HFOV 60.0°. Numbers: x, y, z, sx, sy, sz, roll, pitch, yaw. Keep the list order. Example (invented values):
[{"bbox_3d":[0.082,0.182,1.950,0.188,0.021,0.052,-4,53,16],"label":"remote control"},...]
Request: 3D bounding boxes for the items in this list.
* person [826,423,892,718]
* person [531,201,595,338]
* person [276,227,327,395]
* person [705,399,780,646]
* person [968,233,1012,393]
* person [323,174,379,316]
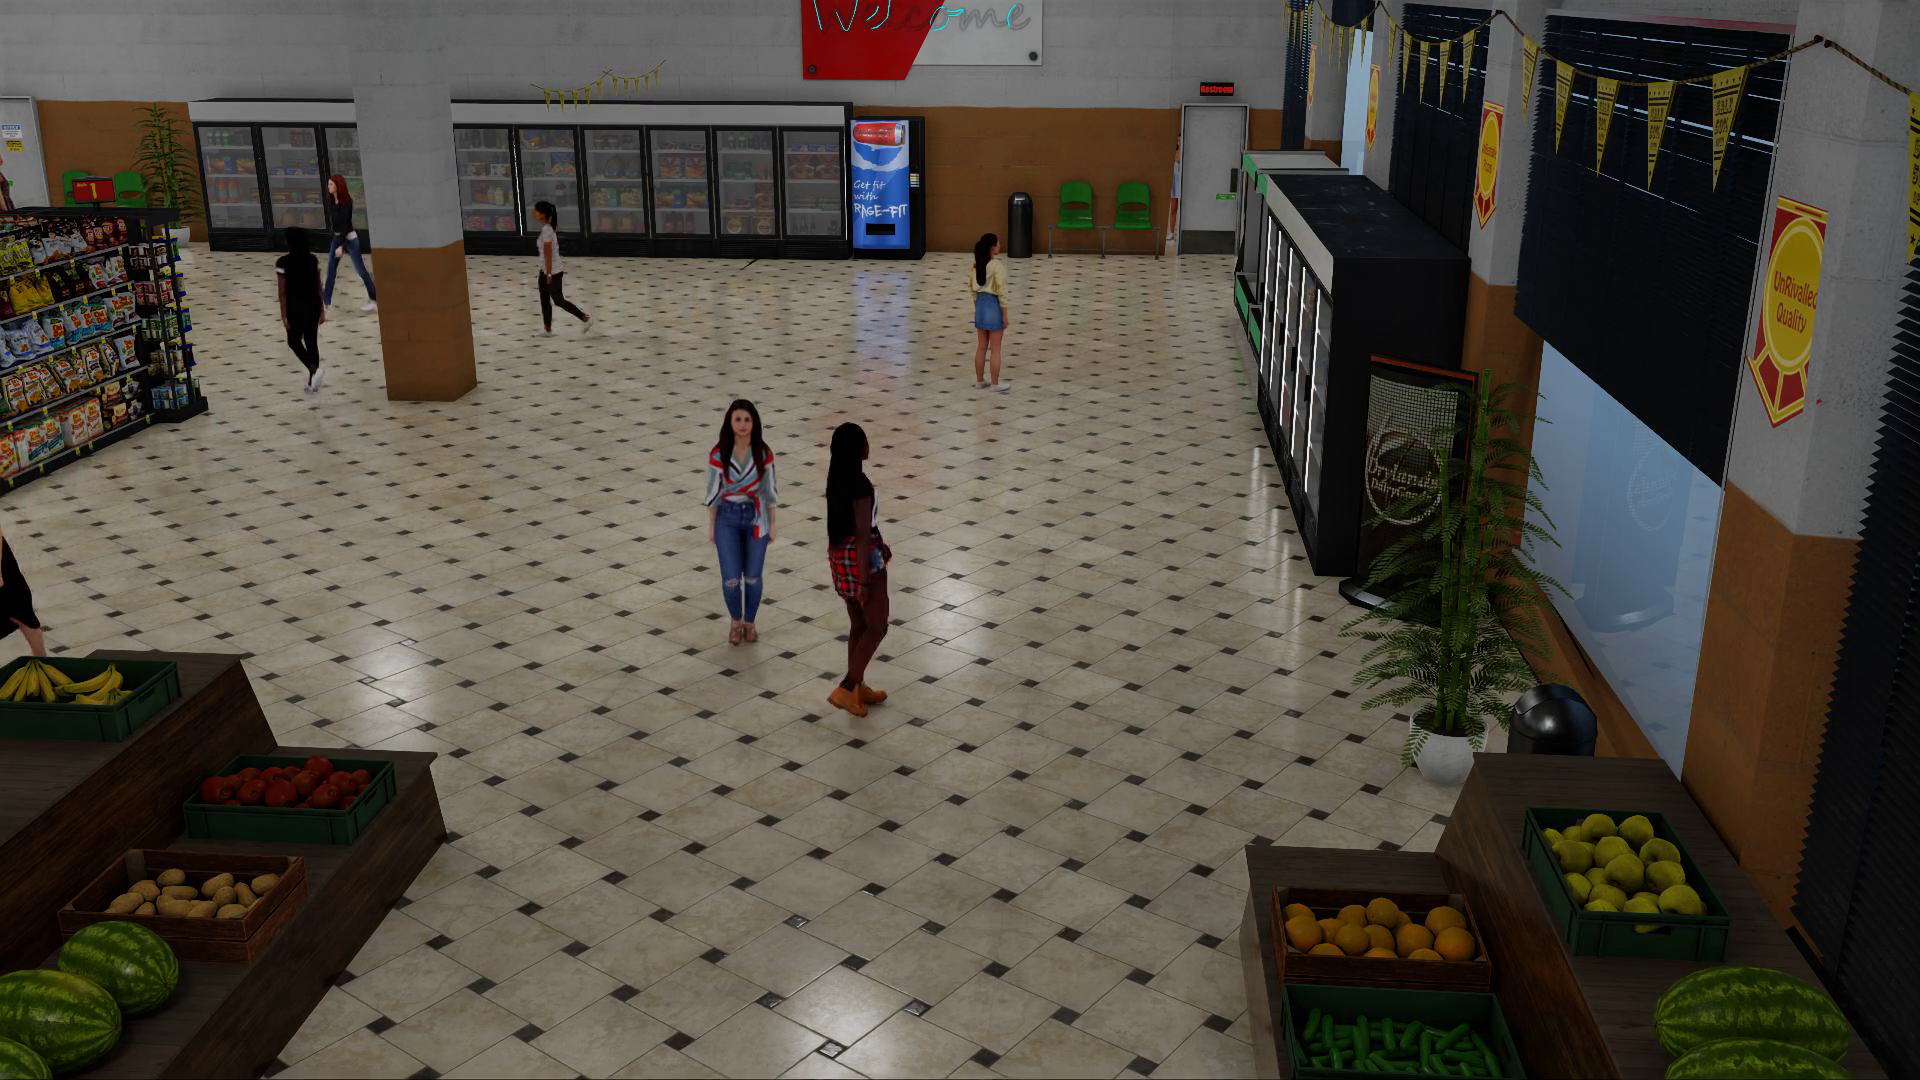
[{"bbox_3d":[-0.613,0.199,9.545,0.892,1.698,0.830,-5,19,-14],"label":"person"},{"bbox_3d":[-4.740,-3.171,19.661,0.824,1.620,0.978,-3,19,-9],"label":"person"},{"bbox_3d":[-6.649,-2.303,16.940,0.982,1.714,0.951,18,25,42],"label":"person"},{"bbox_3d":[-1.403,-0.133,10.678,0.698,1.601,0.700,-4,19,-12],"label":"person"},{"bbox_3d":[0.302,-2.361,17.241,0.729,1.632,0.764,17,25,41],"label":"person"},{"bbox_3d":[-7.691,-3.708,21.070,1.050,1.737,1.224,15,24,38],"label":"person"}]
